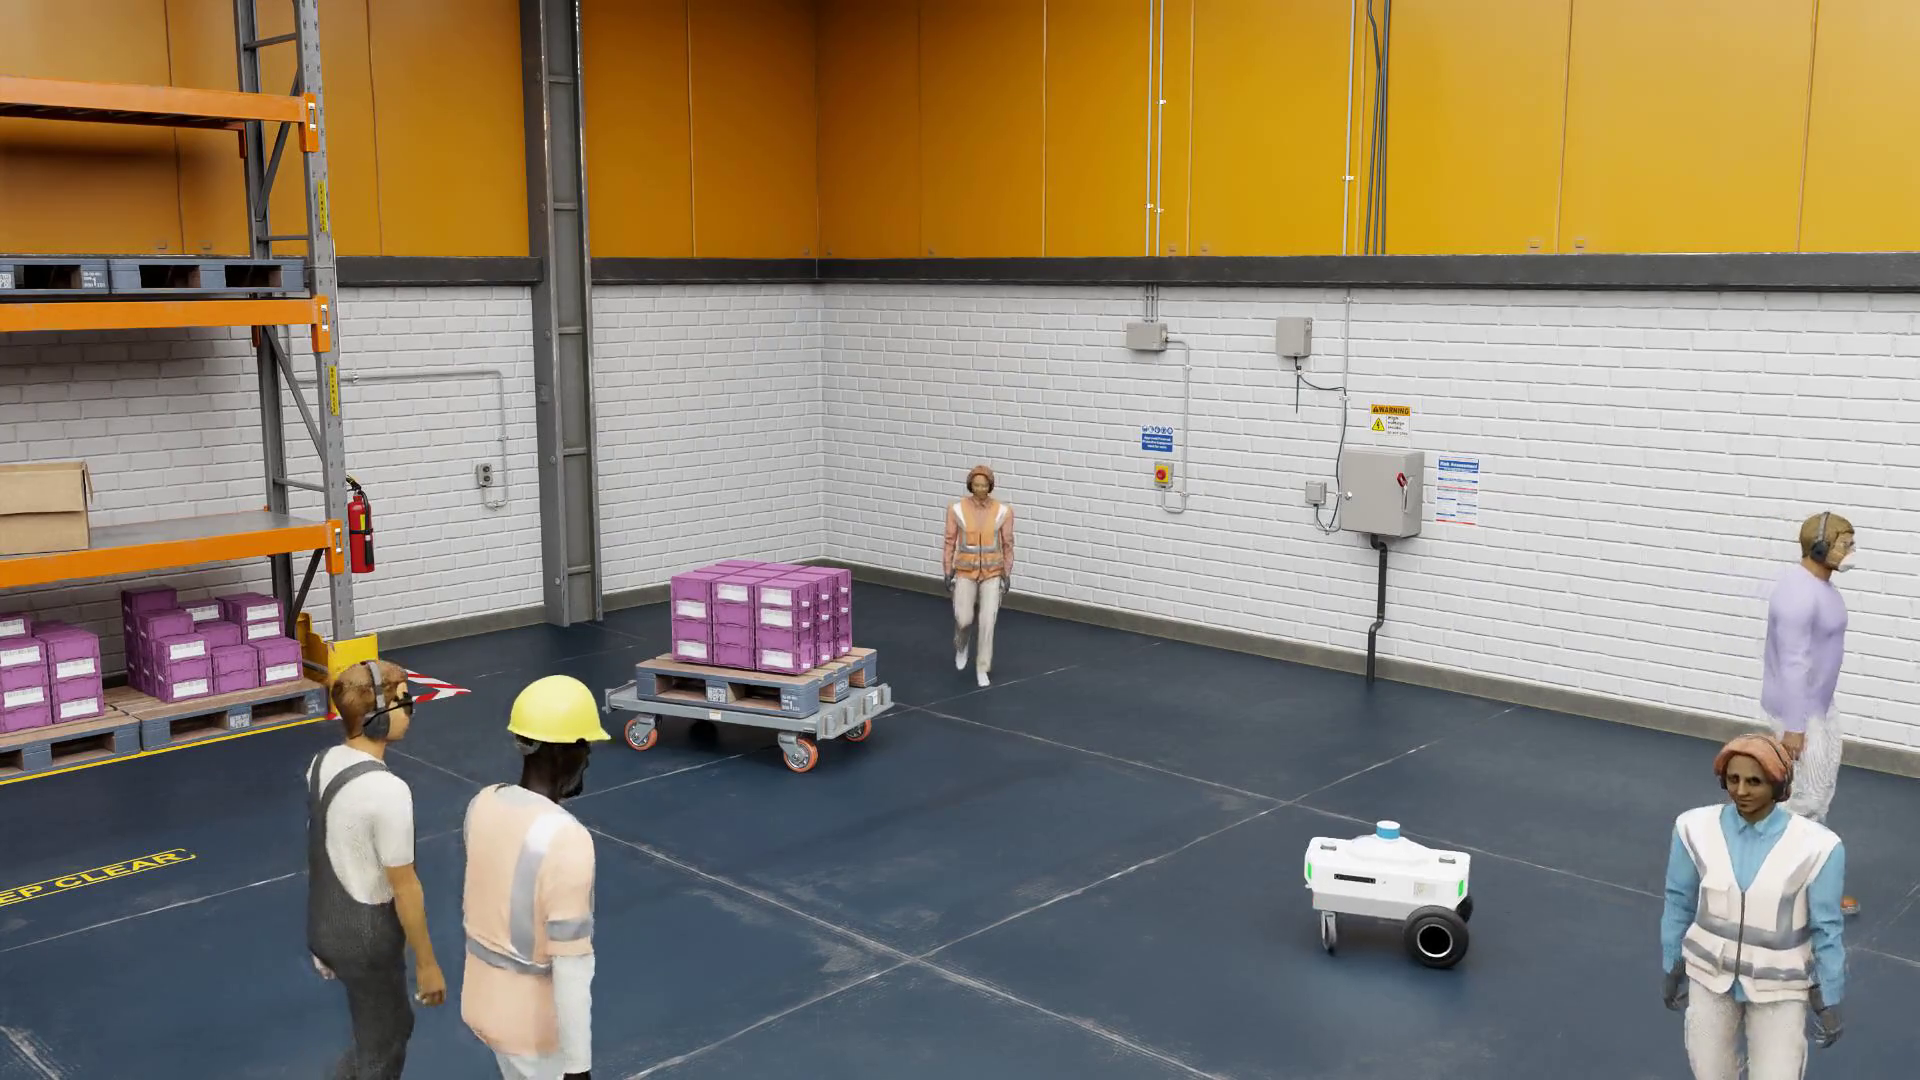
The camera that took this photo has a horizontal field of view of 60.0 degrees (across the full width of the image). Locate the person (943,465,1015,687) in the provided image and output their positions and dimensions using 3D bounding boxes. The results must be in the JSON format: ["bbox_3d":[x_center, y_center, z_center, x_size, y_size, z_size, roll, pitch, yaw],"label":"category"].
[{"bbox_3d":[0.133,0.249,12.183,0.518,1.623,0.431,0,9,-2],"label":"person"}]

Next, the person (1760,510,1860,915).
[{"bbox_3d":[3.926,0.803,7.865,0.654,1.924,0.643,8,12,40],"label":"person"}]

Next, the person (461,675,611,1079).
[{"bbox_3d":[-1.231,1.331,4.687,0.598,1.901,0.629,-9,13,-43],"label":"person"}]

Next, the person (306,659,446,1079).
[{"bbox_3d":[-1.860,1.278,5.244,0.406,1.834,0.513,-8,12,-40],"label":"person"}]

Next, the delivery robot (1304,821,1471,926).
[{"bbox_3d":[1.911,1.505,7.456,0.707,0.478,0.477,3,10,19],"label":"delivery robot"}]

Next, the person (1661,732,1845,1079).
[{"bbox_3d":[2.432,1.390,5.151,0.544,1.623,0.369,8,12,40],"label":"person"}]
